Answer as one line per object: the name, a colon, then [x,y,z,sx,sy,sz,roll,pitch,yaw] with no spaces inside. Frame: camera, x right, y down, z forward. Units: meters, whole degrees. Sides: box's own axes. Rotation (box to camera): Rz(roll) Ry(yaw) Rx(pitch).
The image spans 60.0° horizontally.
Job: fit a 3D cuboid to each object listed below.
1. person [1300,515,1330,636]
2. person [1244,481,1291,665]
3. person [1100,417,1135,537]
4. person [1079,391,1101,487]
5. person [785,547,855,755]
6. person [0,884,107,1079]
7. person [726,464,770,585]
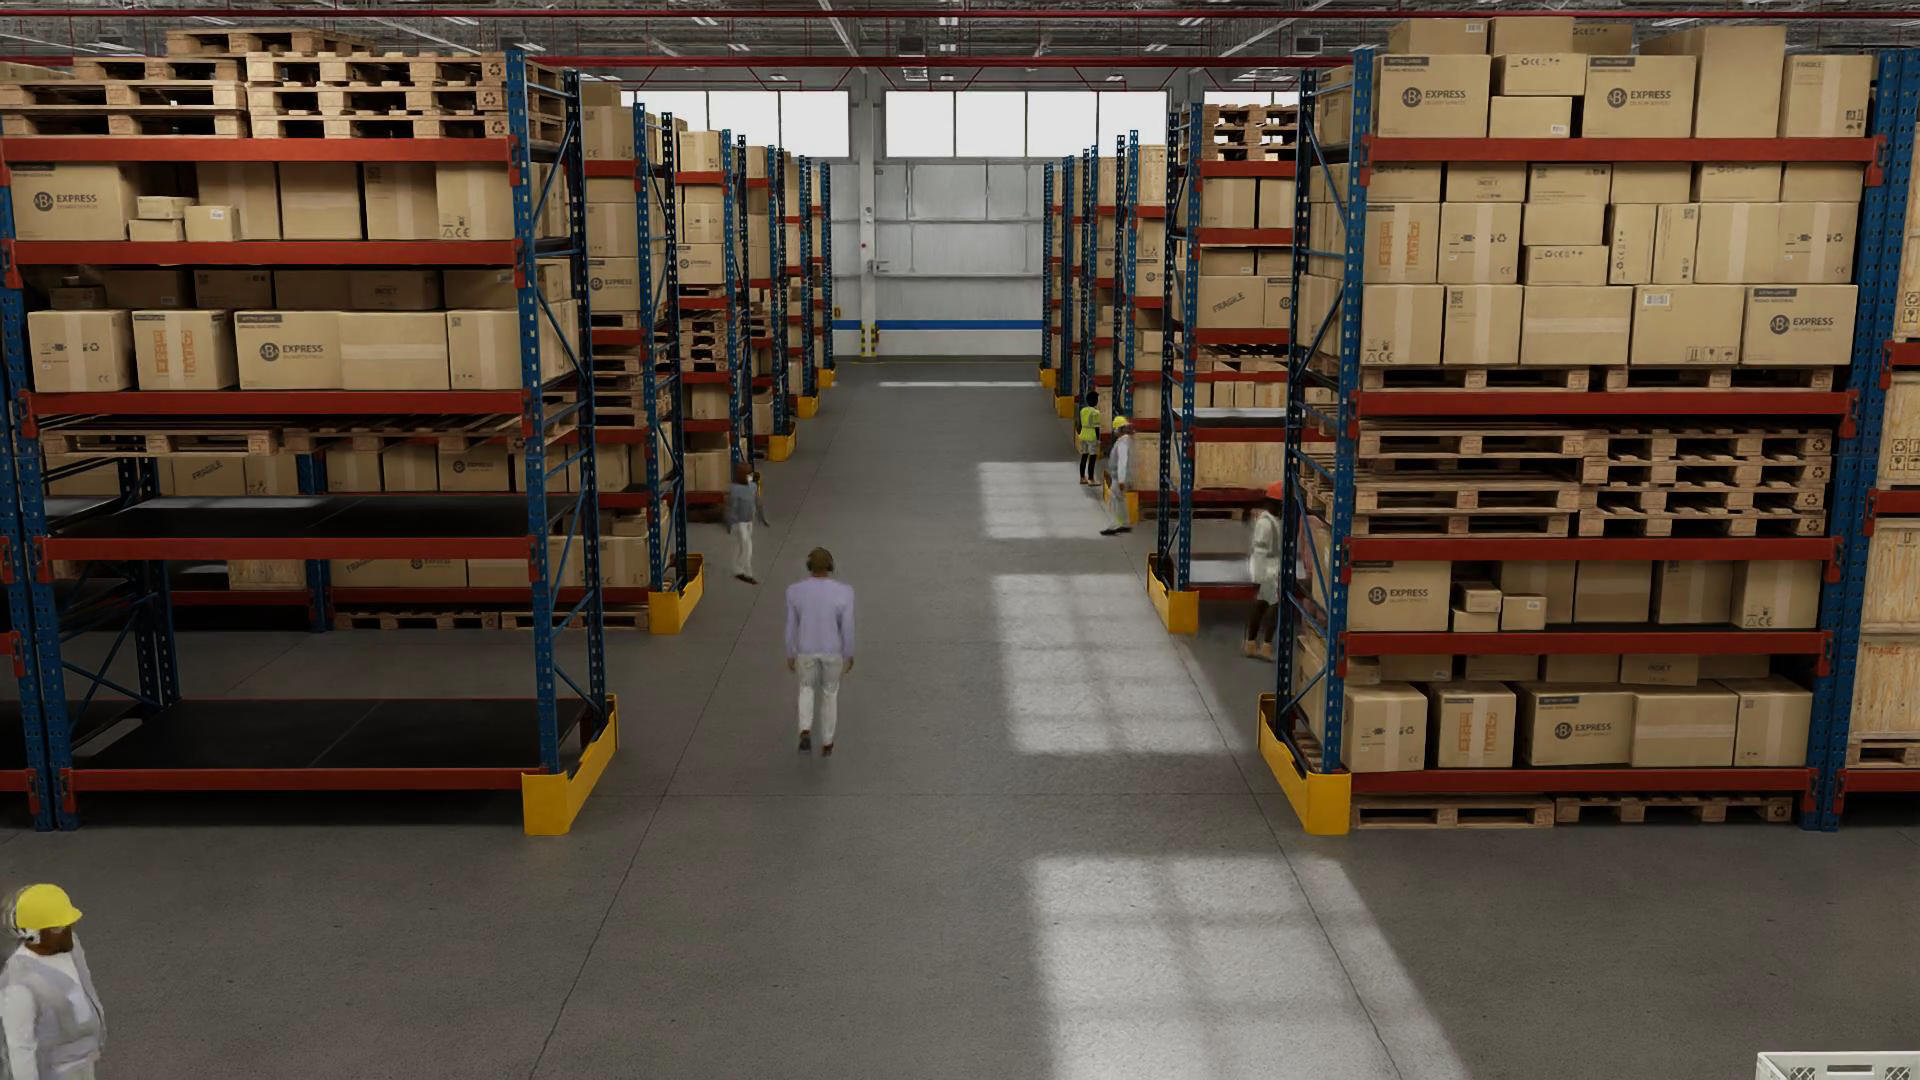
person: [4.113,0.269,18.799,0.401,1.904,0.649,-5,12,-22]
person: [3.405,0.353,18.102,0.660,2.016,0.640,3,12,17]
person: [2.379,-0.968,25.193,0.521,1.793,0.607,3,12,15]
person: [2.320,-1.800,29.589,0.319,1.691,0.536,-7,13,-29]
person: [-1.262,1.015,15.072,0.626,1.924,0.458,1,11,3]
person: [-4.407,2.494,8.009,0.661,1.807,0.592,-2,12,-8]
person: [-2.781,-0.210,21.911,0.660,1.607,0.524,7,13,30]
